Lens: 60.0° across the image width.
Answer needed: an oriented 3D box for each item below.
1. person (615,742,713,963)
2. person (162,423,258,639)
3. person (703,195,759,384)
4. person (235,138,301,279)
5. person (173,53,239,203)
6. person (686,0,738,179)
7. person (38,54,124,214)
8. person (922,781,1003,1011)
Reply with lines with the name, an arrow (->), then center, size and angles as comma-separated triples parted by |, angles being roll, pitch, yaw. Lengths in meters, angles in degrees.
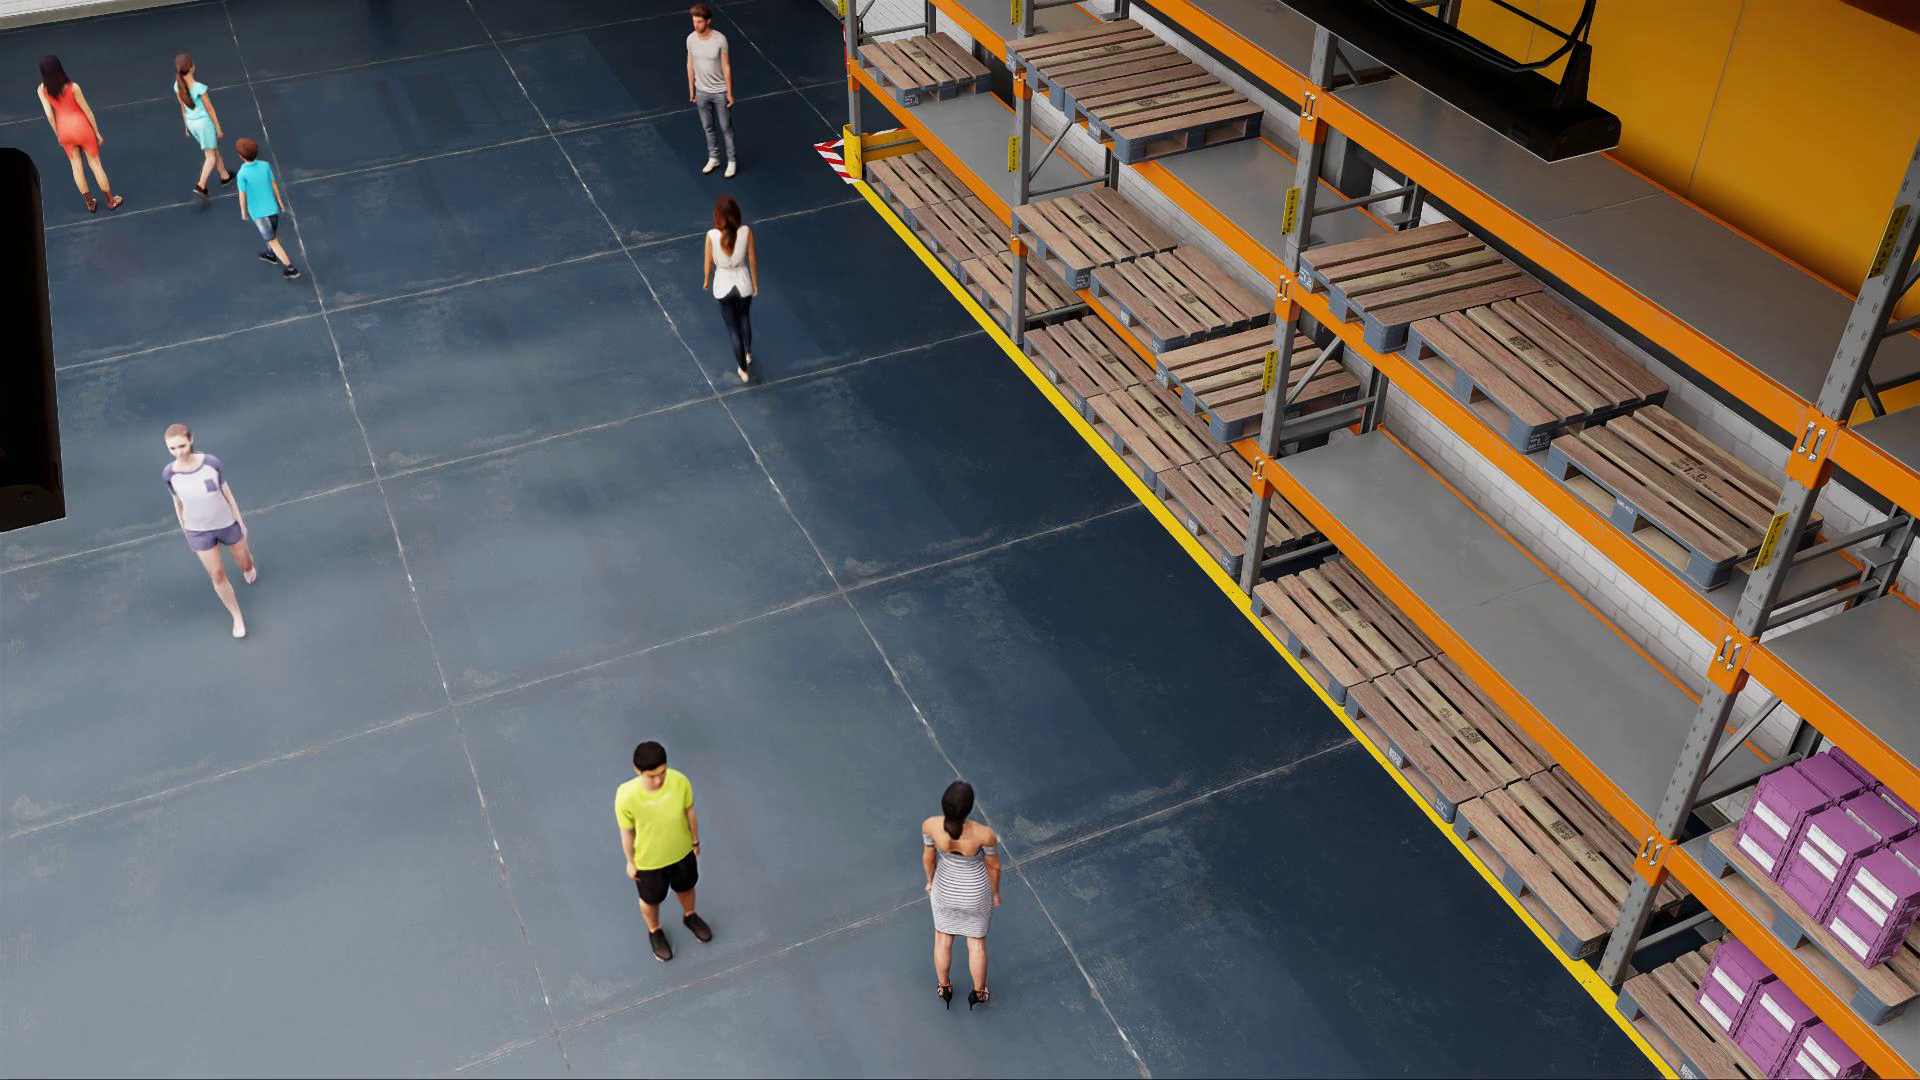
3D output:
person -> -1.763, 1.793, 9.749 | 0.608, 1.706, 0.525 | -18, 42, -21
person -> -5.440, -0.140, 12.137 | 0.600, 1.746, 0.910 | -14, 41, -16
person -> -1.978, -2.167, 14.658 | 0.620, 1.768, 0.752 | -13, 41, -16
person -> -6.768, -3.217, 16.253 | 1.015, 1.418, 0.830 | 24, 45, 27
person -> -8.045, -4.339, 17.563 | 0.966, 1.535, 1.053 | 11, 40, 14
person -> -2.664, -4.864, 17.940 | 0.761, 1.886, 0.800 | 9, 40, 11
person -> -9.179, -4.220, 17.267 | 0.627, 1.719, 0.589 | -8, 39, -10
person -> 0.003, 2.019, 9.373 | 0.681, 1.822, 0.719 | 9, 39, 11
